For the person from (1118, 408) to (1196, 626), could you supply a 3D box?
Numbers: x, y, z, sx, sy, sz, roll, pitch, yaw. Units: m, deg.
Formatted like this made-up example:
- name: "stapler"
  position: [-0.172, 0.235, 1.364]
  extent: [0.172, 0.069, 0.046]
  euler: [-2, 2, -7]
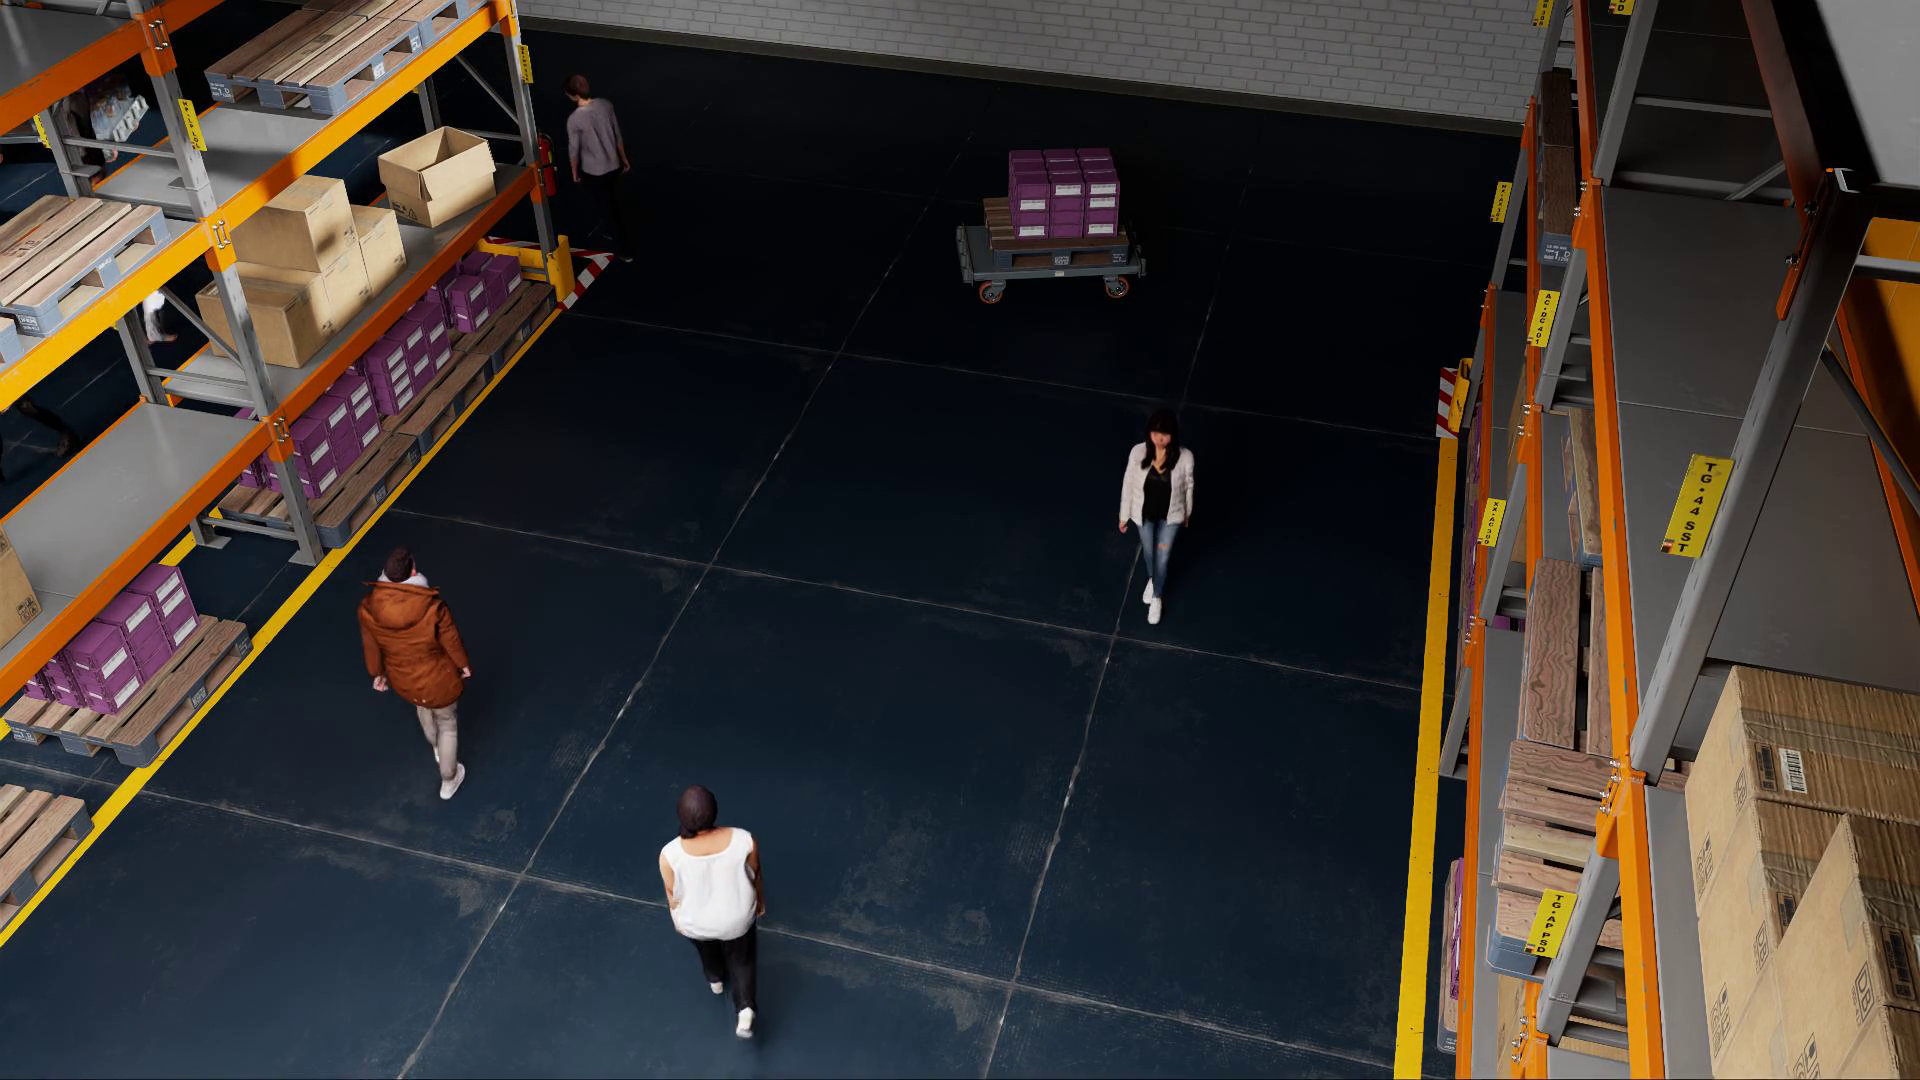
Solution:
- name: "person"
  position: [1.361, -0.243, 11.380]
  extent: [0.621, 1.620, 0.694]
  euler: [10, 40, 13]

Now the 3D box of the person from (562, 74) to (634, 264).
- name: "person"
  position: [-3.206, -3.343, 15.112]
  extent: [0.919, 1.807, 0.967]
  euler: [-30, 47, -32]

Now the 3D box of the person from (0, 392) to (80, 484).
- name: "person"
  position: [-7.217, -1.220, 12.619]
  extent: [0.703, 1.599, 1.138]
  euler: [16, 41, 19]

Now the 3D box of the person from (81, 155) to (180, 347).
- name: "person"
  position: [-7.138, -2.347, 13.903]
  extent: [0.755, 1.759, 0.805]
  euler: [29, 47, 31]

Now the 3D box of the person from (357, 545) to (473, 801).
- name: "person"
  position: [-3.207, 0.846, 9.857]
  extent: [0.797, 1.818, 0.870]
  euler: [4, 39, 4]

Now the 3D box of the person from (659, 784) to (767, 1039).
- name: "person"
  position: [-1.272, 1.927, 8.625]
  extent: [0.901, 1.666, 1.064]
  euler: [-7, 39, -9]
